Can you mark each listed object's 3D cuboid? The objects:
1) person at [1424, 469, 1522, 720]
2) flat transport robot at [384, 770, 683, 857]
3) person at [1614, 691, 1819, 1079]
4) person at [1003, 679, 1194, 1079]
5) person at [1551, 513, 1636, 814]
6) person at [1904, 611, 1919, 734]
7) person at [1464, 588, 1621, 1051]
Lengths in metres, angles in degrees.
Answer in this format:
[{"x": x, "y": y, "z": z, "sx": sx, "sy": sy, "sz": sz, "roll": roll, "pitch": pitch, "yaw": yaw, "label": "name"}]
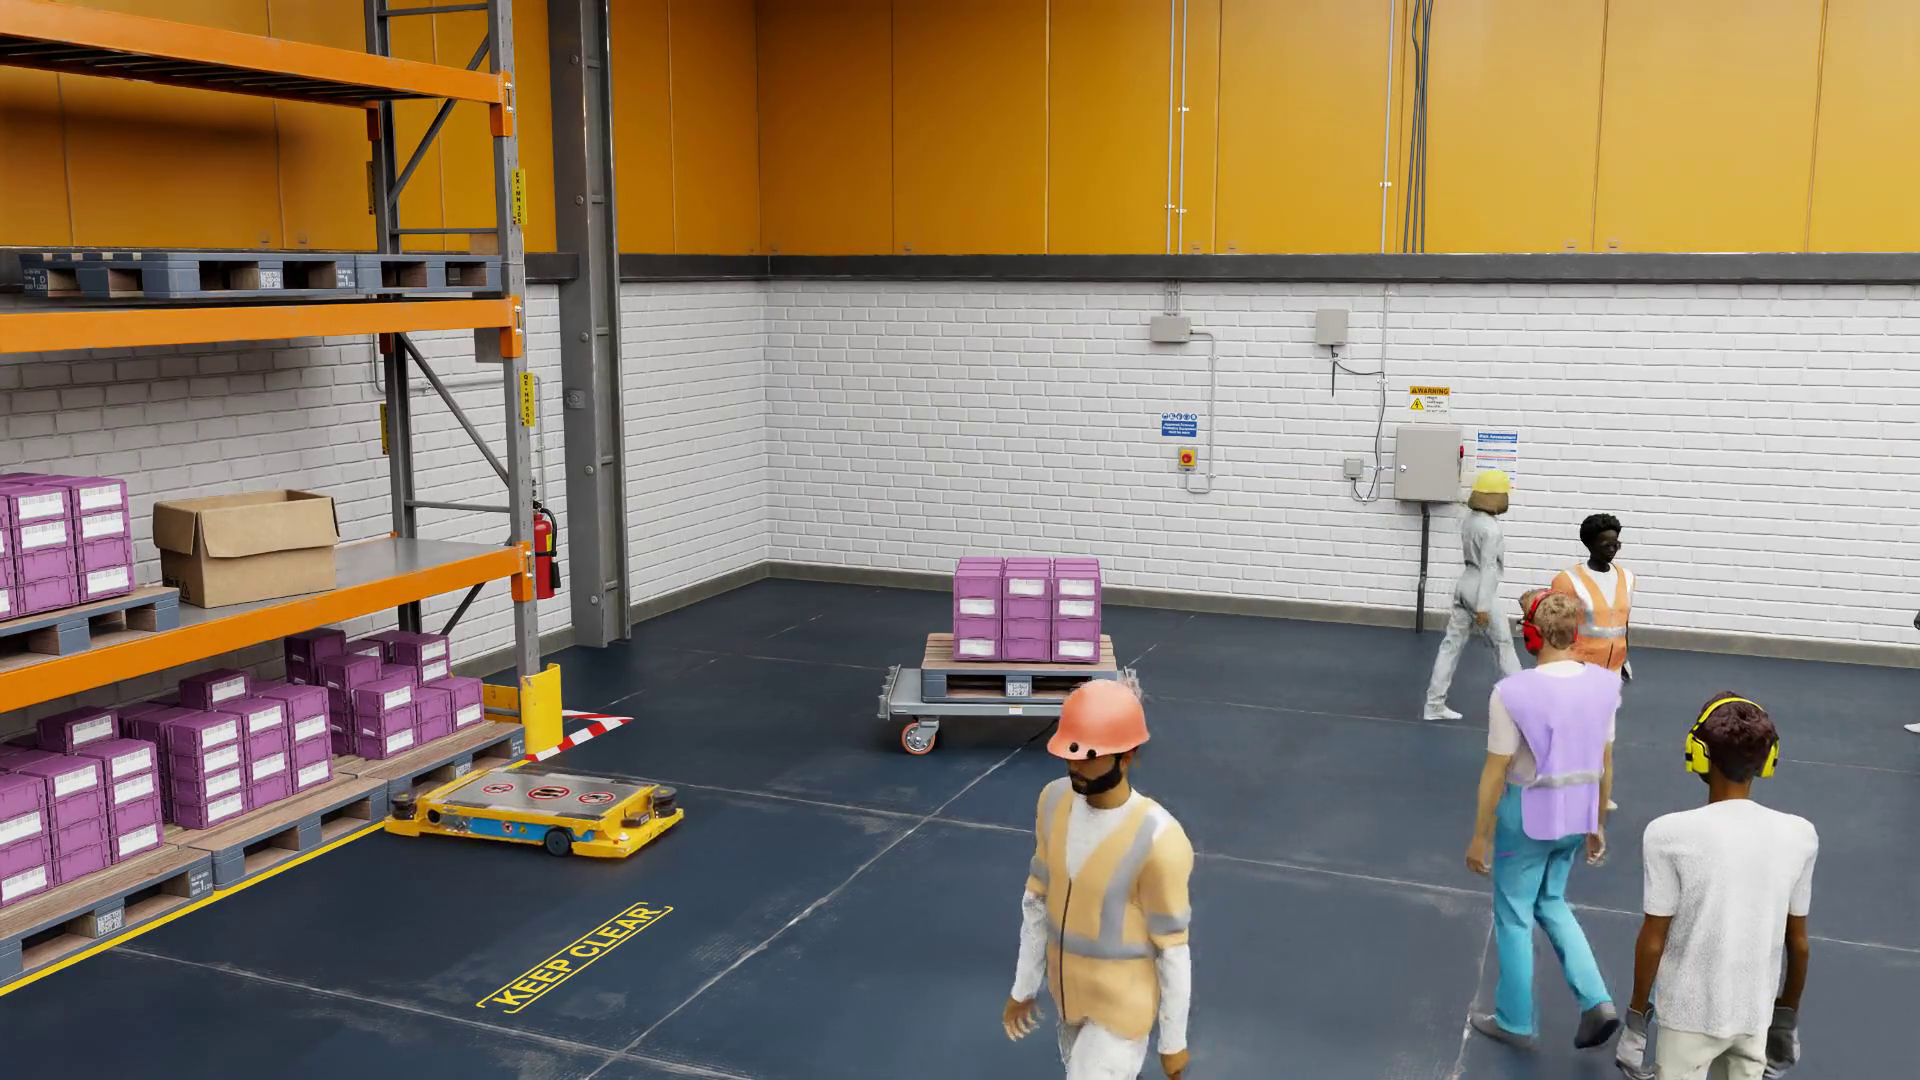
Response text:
[{"x": 3.527, "y": 0.378, "z": 11.032, "sx": 0.887, "sy": 1.700, "sz": 0.493, "roll": -1, "pitch": 9, "yaw": -8, "label": "person"}, {"x": -2.277, "y": 1.440, "z": 8.906, "sx": 1.431, "sy": 0.197, "sz": 0.652, "roll": 3, "pitch": 10, "yaw": 17, "label": "flat transport robot"}, {"x": 2.104, "y": 1.350, "z": 4.660, "sx": 0.526, "sy": 1.863, "sz": 0.319, "roll": -1, "pitch": 9, "yaw": -6, "label": "person"}, {"x": 0.465, "y": 1.304, "z": 4.835, "sx": 0.938, "sy": 1.910, "sz": 0.548, "roll": -6, "pitch": 11, "yaw": -34, "label": "person"}, {"x": 3.476, "y": 0.687, "z": 9.162, "sx": 0.540, "sy": 1.695, "sz": 0.317, "roll": -3, "pitch": 10, "yaw": -19, "label": "person"}, {"x": 6.394, "y": 0.458, "z": 10.719, "sx": 0.523, "sy": 1.640, "sz": 0.306, "roll": -3, "pitch": 10, "yaw": -17, "label": "person"}, {"x": 2.216, "y": 1.090, "z": 6.313, "sx": 0.579, "sy": 1.828, "sz": 0.513, "roll": -4, "pitch": 10, "yaw": -25, "label": "person"}]
